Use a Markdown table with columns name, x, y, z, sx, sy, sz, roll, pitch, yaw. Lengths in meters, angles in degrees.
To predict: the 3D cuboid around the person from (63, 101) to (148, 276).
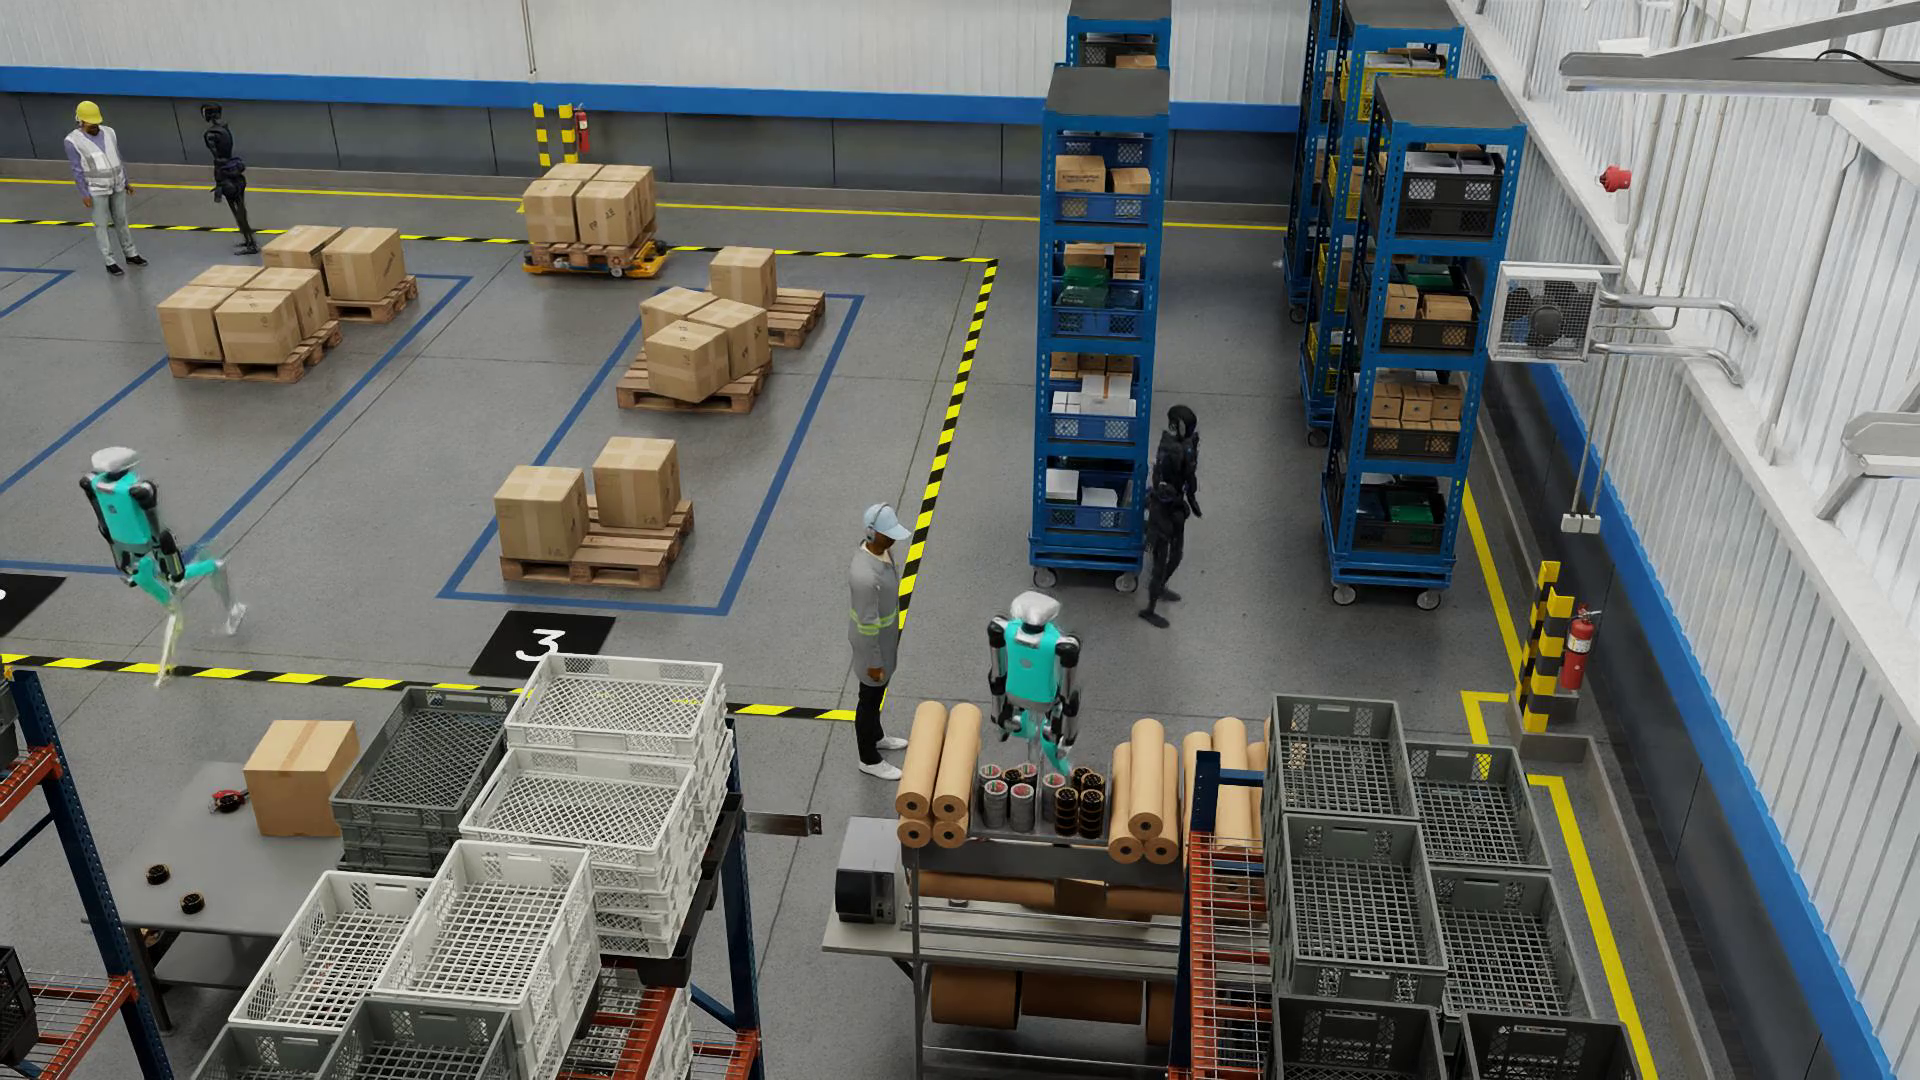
| name | x | y | z | sx | sy | sz | roll | pitch | yaw |
| --- | --- | --- | --- | --- | --- | --- | --- | --- | --- |
| person | -8.995 | -3.716 | 17.512 | 0.403 | 1.822 | 0.588 | 16 | 34 | 25 |

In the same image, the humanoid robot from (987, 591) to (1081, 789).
| name | x | y | z | sx | sy | sz | roll | pitch | yaw |
| --- | --- | --- | --- | --- | --- | --- | --- | --- | --- |
| humanoid robot | 0.494 | 1.017 | 9.565 | 0.538 | 1.876 | 0.745 | 13 | 33 | 21 |

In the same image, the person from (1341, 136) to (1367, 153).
| name | x | y | z | sx | sy | sz | roll | pitch | yaw |
| --- | --- | --- | --- | --- | --- | --- | --- | --- | --- |
| person | 4.224 | -3.962 | 17.910 | 0.378 | 1.844 | 0.568 | 10 | 32 | 17 |

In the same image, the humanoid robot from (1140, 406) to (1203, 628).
| name | x | y | z | sx | sy | sz | roll | pitch | yaw |
| --- | --- | --- | --- | --- | --- | --- | --- | --- | --- |
| humanoid robot | 1.453 | -0.219 | 11.654 | 0.396 | 1.639 | 0.613 | 20 | 36 | 31 |

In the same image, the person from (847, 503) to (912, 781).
| name | x | y | z | sx | sy | sz | roll | pitch | yaw |
| --- | --- | --- | --- | --- | --- | --- | --- | --- | --- |
| person | -0.476 | 0.597 | 10.079 | 0.396 | 1.848 | 0.587 | 3 | 30 | 5 |

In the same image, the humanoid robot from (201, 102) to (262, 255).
| name | x | y | z | sx | sy | sz | roll | pitch | yaw |
| --- | --- | --- | --- | --- | --- | --- | --- | --- | --- |
| humanoid robot | -7.877 | -3.897 | 18.008 | 0.498 | 1.669 | 0.604 | -2 | 30 | -4 |

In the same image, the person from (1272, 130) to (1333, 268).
| name | x | y | z | sx | sy | sz | roll | pitch | yaw |
| --- | --- | --- | --- | --- | --- | --- | --- | --- | --- |
| person | 3.740 | -3.708 | 17.600 | 0.774 | 1.710 | 0.395 | 1 | 30 | 1 |

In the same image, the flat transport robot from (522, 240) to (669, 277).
| name | x | y | z | sx | sy | sz | roll | pitch | yaw |
| --- | --- | --- | --- | --- | --- | --- | --- | --- | --- |
| flat transport robot | -3.921 | -3.063 | 17.907 | 1.431 | 0.197 | 0.652 | 3 | 30 | 6 |

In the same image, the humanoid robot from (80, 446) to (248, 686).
| name | x | y | z | sx | sy | sz | roll | pitch | yaw |
| --- | --- | --- | --- | --- | --- | --- | --- | --- | --- |
| humanoid robot | -5.257 | 0.066 | 11.174 | 0.531 | 1.787 | 1.047 | 9 | 31 | 16 |

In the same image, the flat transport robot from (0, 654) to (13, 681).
| name | x | y | z | sx | sy | sz | roll | pitch | yaw |
| --- | --- | --- | --- | --- | --- | --- | --- | --- | --- |
| flat transport robot | -7.142 | 0.969 | 11.010 | 1.431 | 0.231 | 0.659 | 3 | 30 | 6 |
